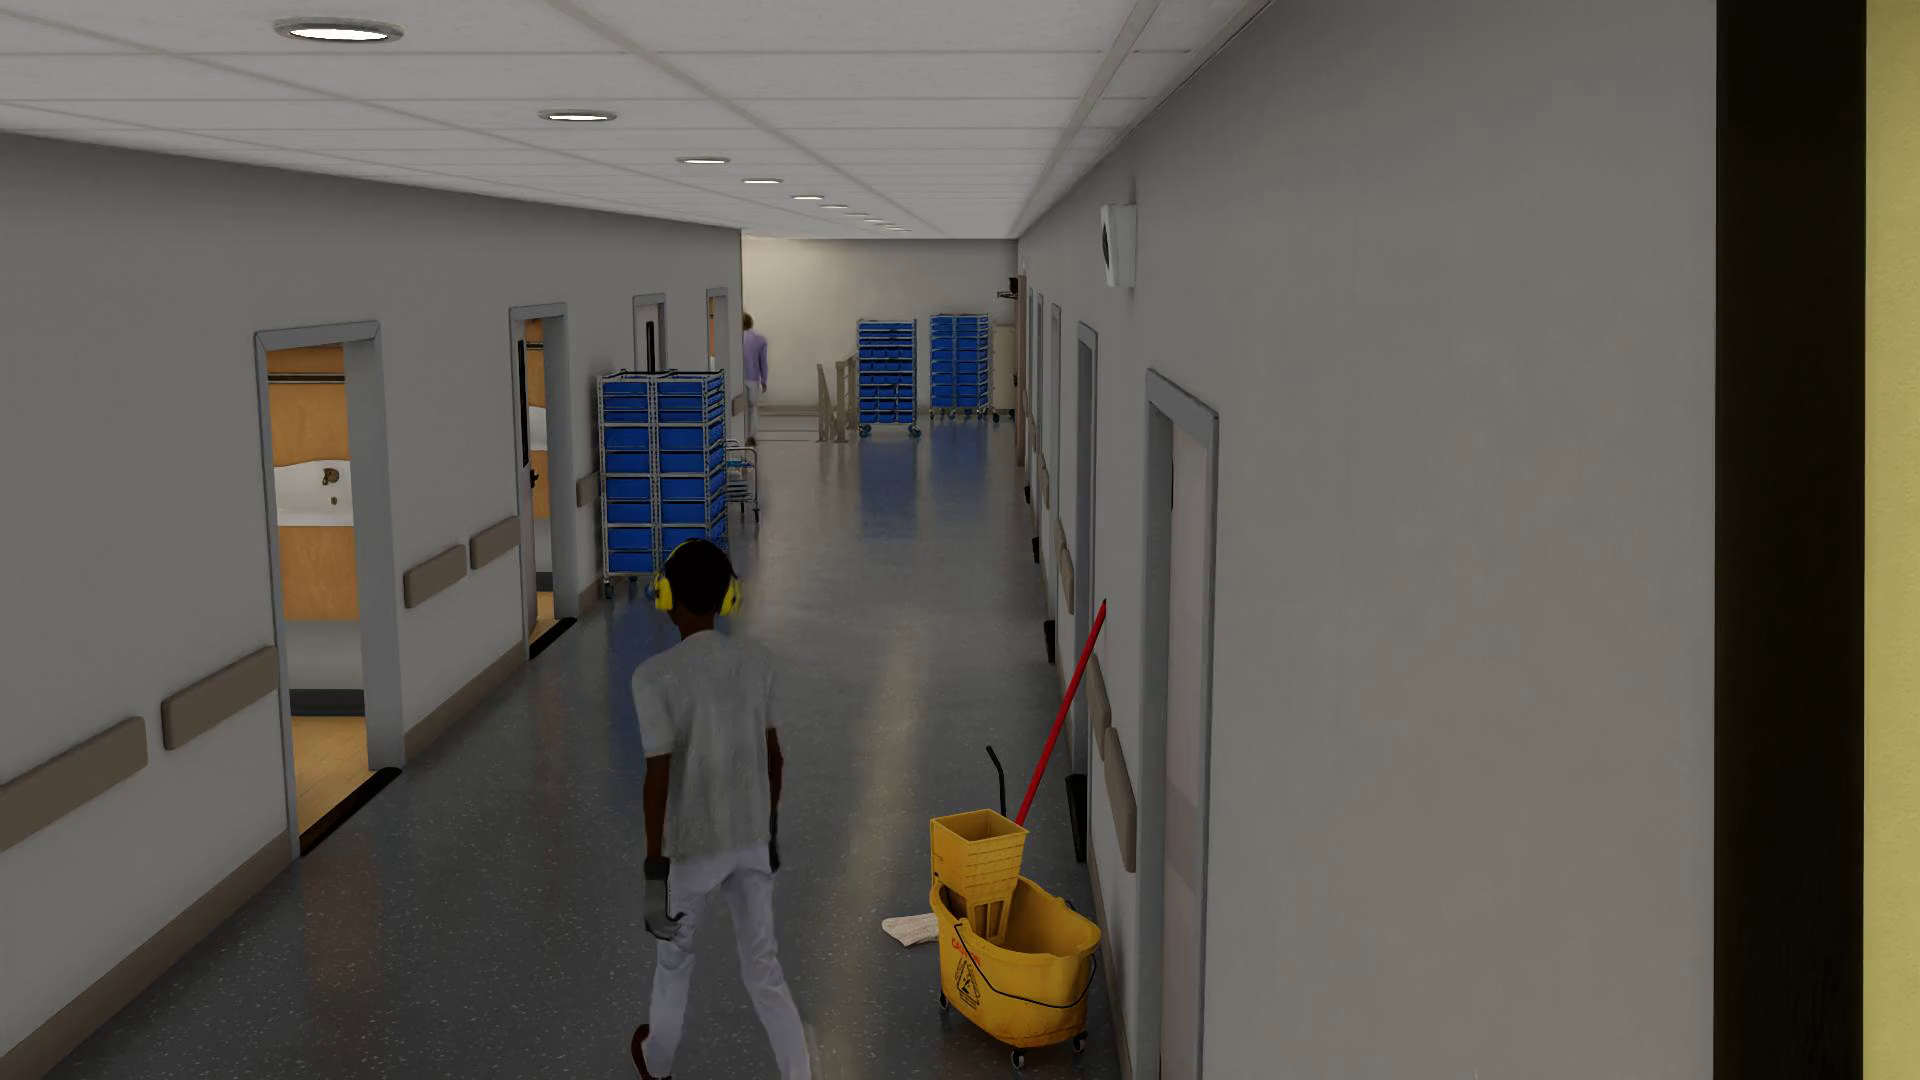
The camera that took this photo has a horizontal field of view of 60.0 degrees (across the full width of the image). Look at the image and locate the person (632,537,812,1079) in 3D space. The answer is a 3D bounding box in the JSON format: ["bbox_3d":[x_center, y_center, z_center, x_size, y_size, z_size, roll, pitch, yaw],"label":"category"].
[{"bbox_3d":[-0.730,0.916,4.896,0.566,1.814,1.006,-7,12,-36],"label":"person"}]
